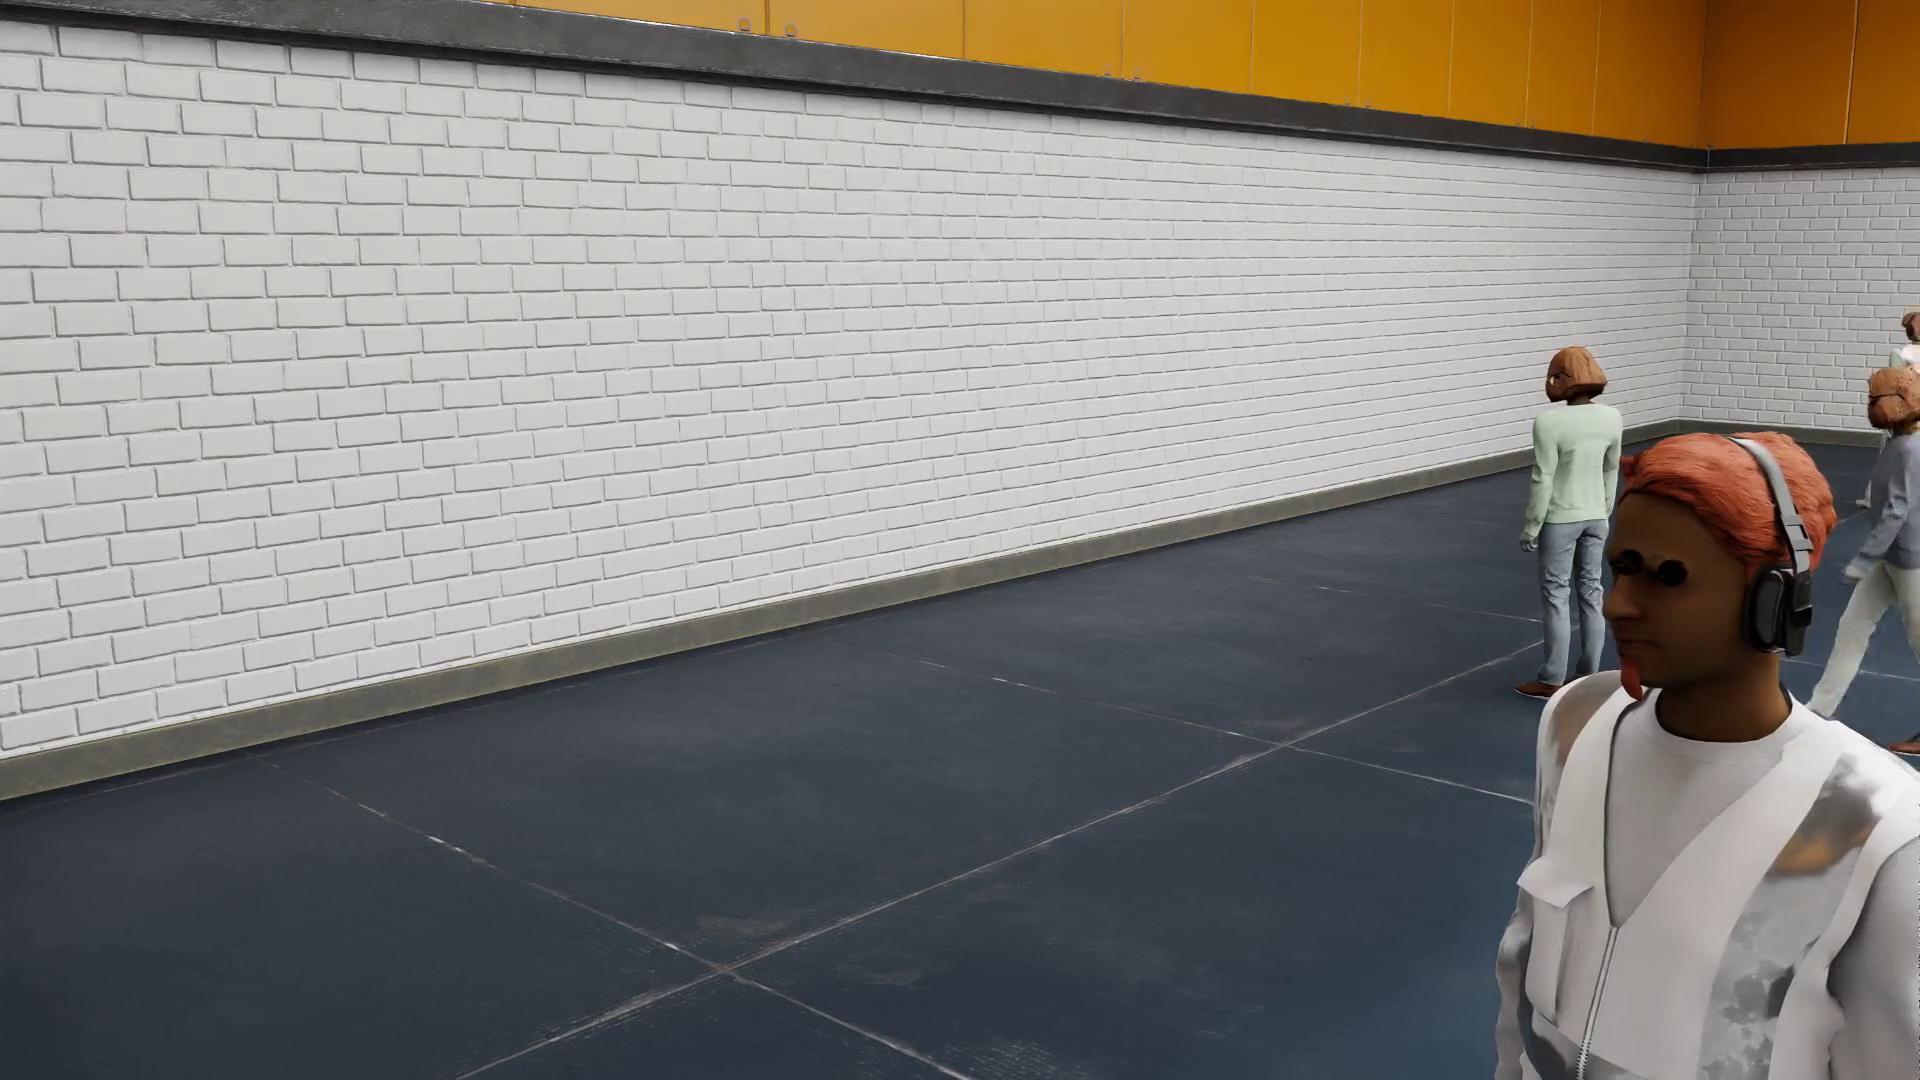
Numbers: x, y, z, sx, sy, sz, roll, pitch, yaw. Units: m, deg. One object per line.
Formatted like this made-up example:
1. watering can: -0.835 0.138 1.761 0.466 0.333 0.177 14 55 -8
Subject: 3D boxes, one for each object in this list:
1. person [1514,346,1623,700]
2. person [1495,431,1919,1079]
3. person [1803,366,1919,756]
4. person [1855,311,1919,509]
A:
1. person: 2.800 -0.071 7.646 0.497 1.633 0.289 -4 11 -24
2. person: 0.806 0.813 1.901 0.355 1.883 0.575 -4 11 -23
3. person: 3.727 0.095 6.795 0.808 1.588 0.493 3 10 14
4. person: 7.379 -0.963 12.863 0.526 1.594 0.886 -1 10 -7
